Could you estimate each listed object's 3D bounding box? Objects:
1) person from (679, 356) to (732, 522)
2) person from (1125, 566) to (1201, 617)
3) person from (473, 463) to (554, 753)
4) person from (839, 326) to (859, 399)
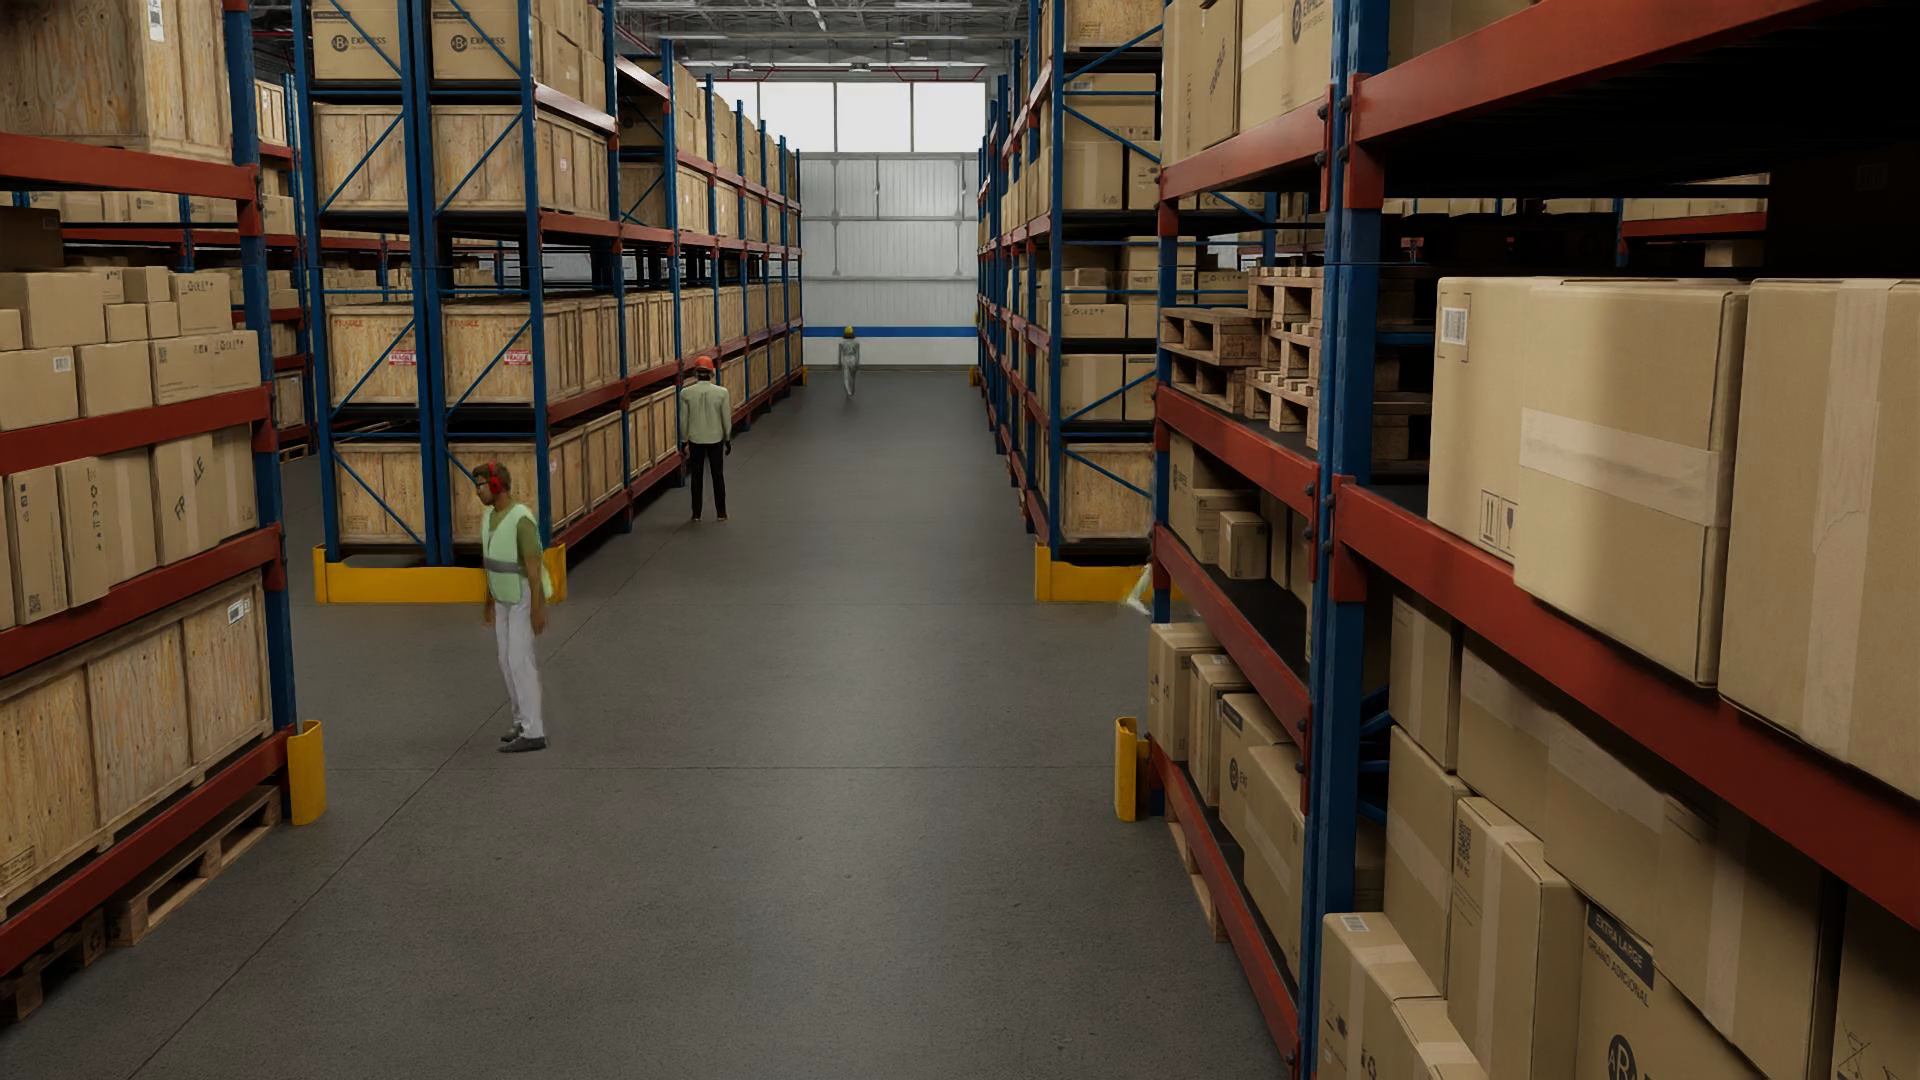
[{"bbox_3d":[-3.055,-1.209,19.986,0.622,1.990,0.394,-1,9,-8],"label":"person"},{"bbox_3d":[1.859,-0.110,14.464,0.853,1.594,0.511,0,9,2],"label":"person"},{"bbox_3d":[-2.853,0.420,10.590,0.518,1.813,0.688,-8,12,-41],"label":"person"},{"bbox_3d":[-2.559,-4.091,38.476,0.490,1.727,0.594,-1,9,-8],"label":"person"}]
